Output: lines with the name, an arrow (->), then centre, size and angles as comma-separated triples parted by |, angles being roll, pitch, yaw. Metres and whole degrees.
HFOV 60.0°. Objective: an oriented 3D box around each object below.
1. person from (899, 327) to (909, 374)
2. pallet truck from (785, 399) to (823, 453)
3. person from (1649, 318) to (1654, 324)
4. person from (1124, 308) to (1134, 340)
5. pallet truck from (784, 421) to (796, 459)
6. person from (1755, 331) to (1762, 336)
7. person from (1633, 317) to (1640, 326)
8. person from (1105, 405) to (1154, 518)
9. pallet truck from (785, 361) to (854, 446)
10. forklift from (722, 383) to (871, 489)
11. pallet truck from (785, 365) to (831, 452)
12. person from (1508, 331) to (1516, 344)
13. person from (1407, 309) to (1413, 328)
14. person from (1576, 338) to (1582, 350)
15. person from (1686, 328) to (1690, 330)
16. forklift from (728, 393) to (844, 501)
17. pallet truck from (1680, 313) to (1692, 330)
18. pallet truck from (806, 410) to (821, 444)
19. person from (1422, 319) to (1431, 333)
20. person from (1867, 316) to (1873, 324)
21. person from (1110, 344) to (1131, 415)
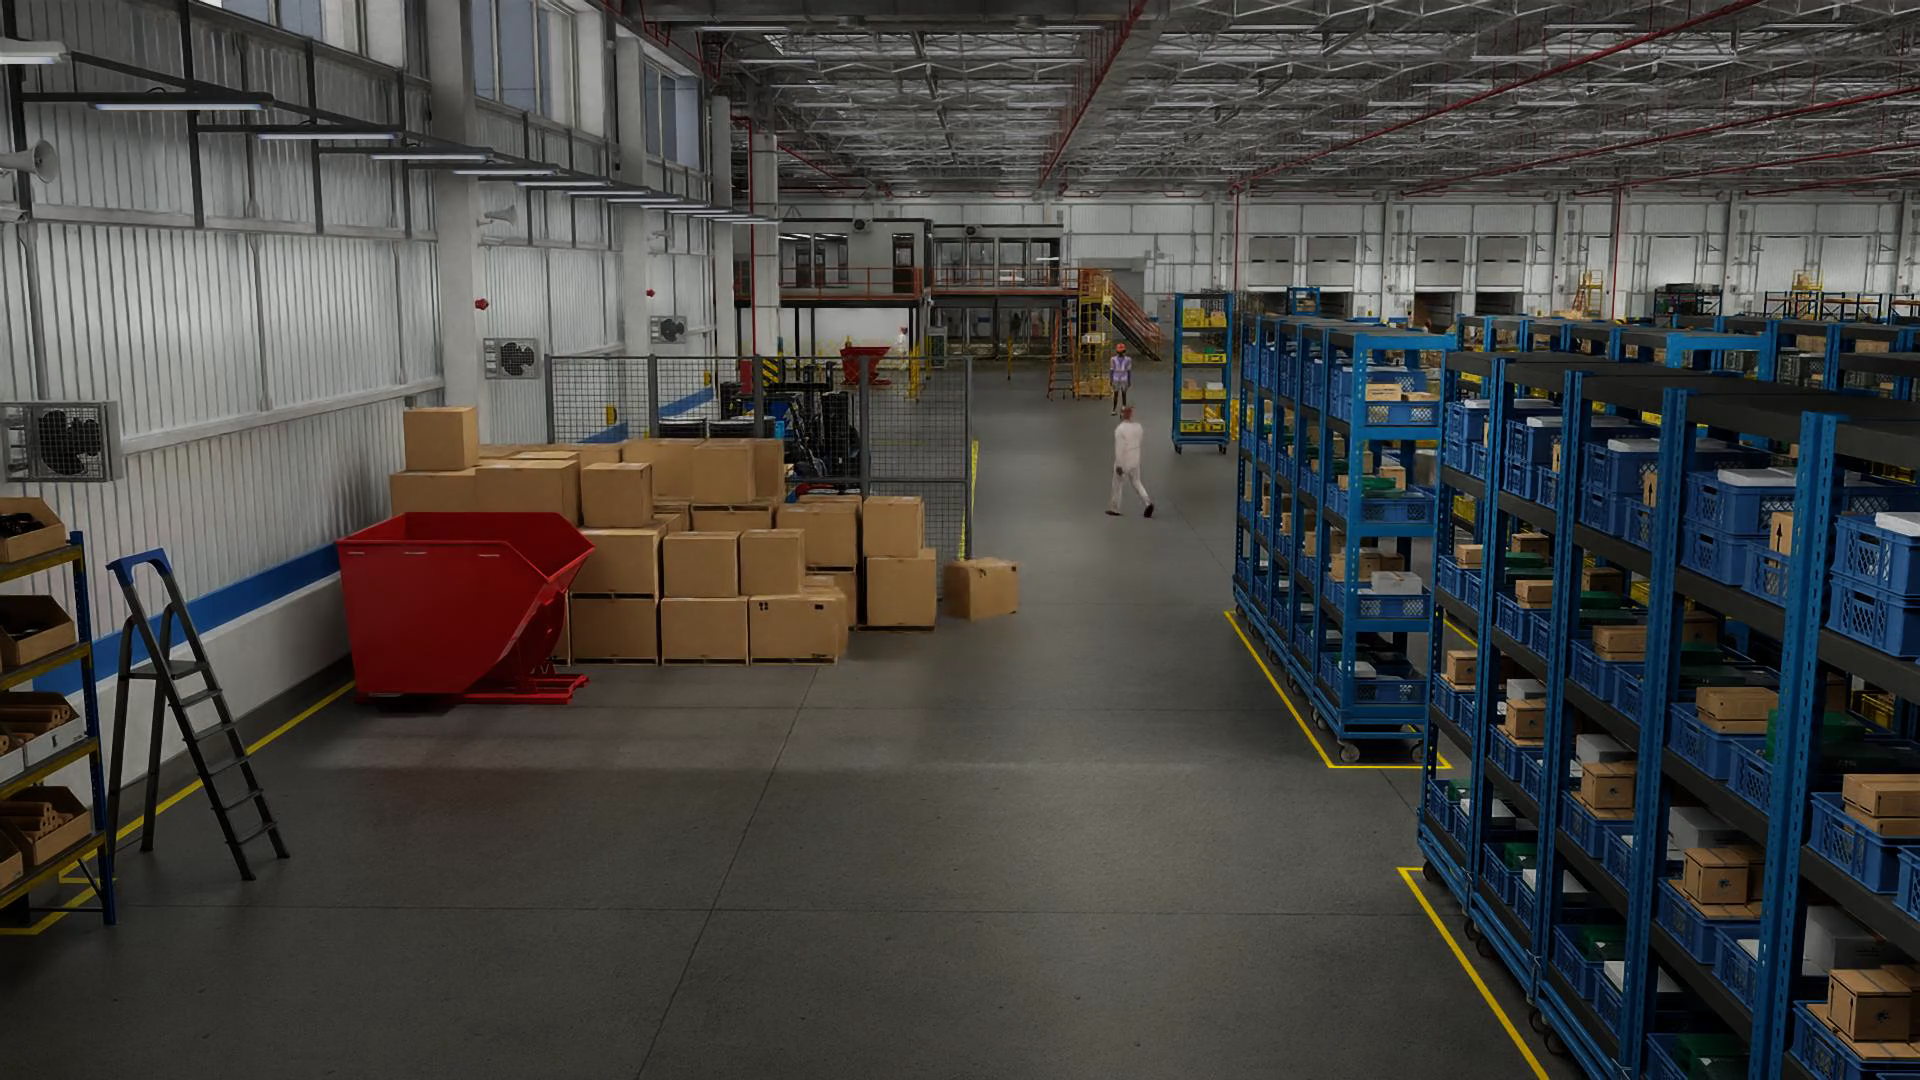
person -> -2.201, -7.554, 66.276 | 0.467, 1.872, 0.585 | -6, 11, -31
pallet truck -> -3.814, -2.432, 36.419 | 1.630, 1.274, 0.653 | 0, 9, 1
person -> 35.368, -10.535, 85.201 | 0.488, 1.683, 0.537 | -8, 12, -42
person -> 9.948, -12.748, 98.073 | 0.615, 1.943, 0.395 | -4, 10, -22
pallet truck -> -4.013, -1.793, 32.705 | 1.601, 1.201, 0.680 | 0, 9, 1
person -> 35.084, -8.658, 73.236 | 0.982, 1.817, 0.543 | -1, 9, -6
person -> 31.740, -9.498, 78.113 | 0.593, 1.922, 0.400 | 0, 9, 1
person -> 2.854, -1.304, 27.731 | 0.656, 1.877, 0.890 | -8, 12, -41
pallet truck -> -3.410, -3.193, 38.978 | 1.885, 1.965, 0.823 | 0, 9, -1
forklift -> -2.893, -1.687, 28.729 | 2.680, 1.987, 1.157 | 0, 9, -1
pallet truck -> -3.774, -2.976, 37.635 | 1.885, 1.965, 0.823 | 1, 9, 5
person -> 26.688, -9.831, 80.169 | 0.690, 1.921, 0.633 | 5, 11, 30
person -> 25.600, -12.180, 94.663 | 0.395, 1.920, 0.584 | 6, 11, 32
person -> 24.801, -7.809, 67.317 | 0.684, 2.000, 0.536 | 2, 10, 15
person -> 26.670, -6.787, 61.154 | 0.383, 1.993, 0.622 | -4, 10, -26
forklift -> -2.979, -1.316, 26.476 | 2.680, 1.987, 1.157 | 0, 9, 1
pallet truck -> 36.315, -10.531, 84.244 | 0.823, 1.965, 1.885 | -6, 11, -33
pallet truck -> -3.559, -2.018, 33.905 | 1.522, 1.261, 0.704 | 0, 9, -1
person -> 21.299, -9.194, 76.376 | 0.880, 1.886, 0.591 | 2, 9, 14
person -> 44.281, -9.929, 80.906 | 0.618, 1.868, 0.966 | -4, 10, -25
person -> 4.551, -4.545, 47.179 | 0.607, 2.044, 0.379 | 2, 9, 10
